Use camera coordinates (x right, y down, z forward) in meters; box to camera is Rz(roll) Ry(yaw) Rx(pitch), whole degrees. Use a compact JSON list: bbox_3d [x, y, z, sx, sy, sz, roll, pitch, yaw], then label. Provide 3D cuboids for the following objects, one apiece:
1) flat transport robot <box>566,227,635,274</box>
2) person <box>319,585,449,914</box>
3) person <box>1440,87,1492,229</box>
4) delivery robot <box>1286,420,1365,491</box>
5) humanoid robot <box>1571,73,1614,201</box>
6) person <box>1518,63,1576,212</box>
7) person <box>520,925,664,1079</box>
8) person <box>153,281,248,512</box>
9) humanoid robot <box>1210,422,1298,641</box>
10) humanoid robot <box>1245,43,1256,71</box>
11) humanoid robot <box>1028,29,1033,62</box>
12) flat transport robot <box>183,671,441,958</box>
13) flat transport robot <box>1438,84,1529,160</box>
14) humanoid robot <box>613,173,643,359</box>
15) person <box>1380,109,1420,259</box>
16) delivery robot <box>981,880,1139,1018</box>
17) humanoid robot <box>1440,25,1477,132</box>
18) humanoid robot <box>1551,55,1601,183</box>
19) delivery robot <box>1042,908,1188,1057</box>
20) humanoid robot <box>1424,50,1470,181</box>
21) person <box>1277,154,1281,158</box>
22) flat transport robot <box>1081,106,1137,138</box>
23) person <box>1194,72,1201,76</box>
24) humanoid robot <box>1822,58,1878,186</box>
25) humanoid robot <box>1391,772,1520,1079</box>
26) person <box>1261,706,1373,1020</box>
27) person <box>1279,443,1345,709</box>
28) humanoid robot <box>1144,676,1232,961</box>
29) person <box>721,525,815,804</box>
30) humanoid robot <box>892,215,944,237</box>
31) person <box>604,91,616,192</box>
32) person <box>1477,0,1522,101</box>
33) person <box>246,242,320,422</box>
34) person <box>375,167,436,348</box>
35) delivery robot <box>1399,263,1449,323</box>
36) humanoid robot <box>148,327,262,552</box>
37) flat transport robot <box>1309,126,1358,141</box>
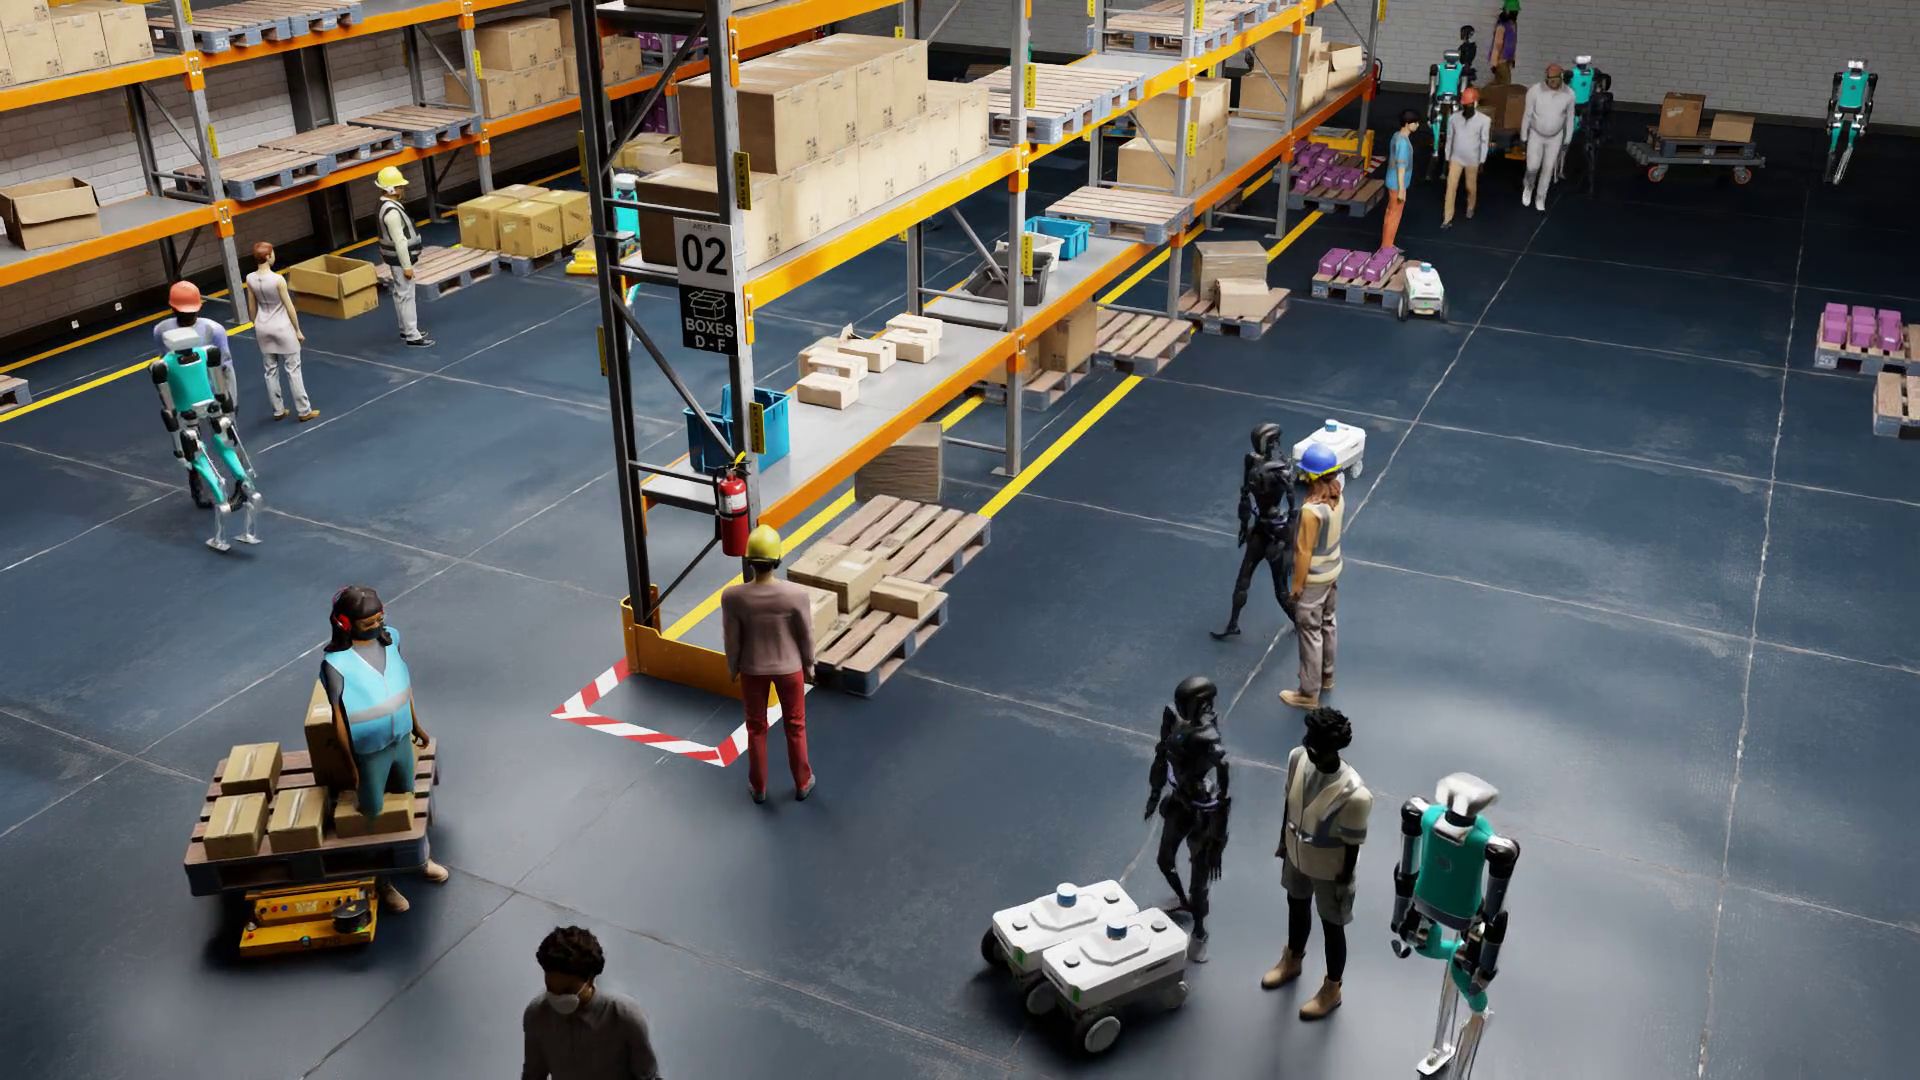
[{"bbox_3d":[-4.152,-3.450,19.746,0.659,0.231,1.431,2,26,5],"label":"flat transport robot"},{"bbox_3d":[-3.069,1.078,8.796,0.391,1.871,0.524,14,30,26],"label":"person"},{"bbox_3d":[6.357,-4.826,20.878,0.558,1.724,0.776,14,30,27],"label":"person"},{"bbox_3d":[3.068,-0.707,13.880,0.499,0.590,0.789,21,33,36],"label":"delivery robot"},{"bbox_3d":[8.435,-5.341,22.014,0.595,1.644,0.594,-20,33,-35],"label":"humanoid robot"},{"bbox_3d":[7.546,-5.170,21.397,0.672,1.884,0.450,3,27,6],"label":"person"},{"bbox_3d":[-1.412,2.277,6.357,0.581,1.879,0.570,5,27,9],"label":"person"},{"bbox_3d":[-6.034,-1.137,13.229,0.564,1.912,0.392,-3,27,-6],"label":"person"},{"bbox_3d":[2.113,-0.032,11.322,0.638,1.647,0.616,-12,29,-23],"label":"humanoid robot"},{"bbox_3d":[4.441,-6.836,24.991,0.400,1.643,0.584,3,27,7],"label":"humanoid robot"},{"bbox_3d":[0.700,-6.554,24.394,0.727,1.819,0.538,1,26,2],"label":"humanoid robot"},{"bbox_3d":[-3.530,1.753,9.236,0.659,0.231,1.431,-5,27,-10],"label":"flat transport robot"},{"bbox_3d":[7.827,-5.865,24.625,1.431,0.231,0.659,21,33,36],"label":"flat transport robot"},{"bbox_3d":[-3.352,-2.681,16.564,0.537,1.770,0.969,3,27,7],"label":"humanoid robot"},{"bbox_3d":[5.165,-4.182,19.548,0.330,1.759,0.503,3,27,7],"label":"person"},{"bbox_3d":[0.496,2.015,8.407,0.785,0.613,0.522,-11,28,-21],"label":"delivery robot"},{"bbox_3d":[7.719,-6.991,25.366,0.660,1.645,0.607,8,27,16],"label":"humanoid robot"},{"bbox_3d":[8.295,-5.730,22.802,0.544,1.884,0.725,-5,27,-9],"label":"humanoid robot"},{"bbox_3d":[0.754,2.112,8.179,0.785,0.585,0.499,-14,30,-27],"label":"delivery robot"},{"bbox_3d":[6.634,-5.725,22.687,0.540,1.795,0.680,4,27,8],"label":"humanoid robot"},{"bbox_3d":[4.491,-6.438,23.993,0.550,1.870,0.390,-10,28,-19],"label":"person"},{"bbox_3d":[2.576,-6.316,25.536,1.431,0.231,0.659,7,27,13],"label":"flat transport robot"},{"bbox_3d":[3.431,-7.096,25.368,0.571,1.817,0.533,-13,29,-24],"label":"person"},{"bbox_3d":[12.024,-5.607,22.569,0.546,1.894,0.774,14,30,26],"label":"humanoid robot"},{"bbox_3d":[2.300,1.771,7.574,0.530,1.816,0.719,23,35,39],"label":"humanoid robot"},{"bbox_3d":[1.733,1.543,8.059,0.321,1.691,0.532,-15,30,-28],"label":"person"},{"bbox_3d":[2.262,0.217,10.659,0.375,1.766,0.473,16,31,30],"label":"person"},{"bbox_3d":[1.196,1.378,8.416,0.390,1.646,0.602,-14,30,-26],"label":"humanoid robot"},{"bbox_3d":[-1.093,0.730,9.615,0.524,1.769,0.313,-1,26,-3],"label":"person"},{"bbox_3d":[-0.562,-4.577,20.473,0.731,1.631,0.599,-24,35,-39],"label":"humanoid robot"},{"bbox_3d":[-4.596,-5.064,21.225,0.383,1.849,0.569,4,27,8],"label":"person"},{"bbox_3d":[8.549,-7.636,26.365,0.805,1.897,0.548,15,30,28],"label":"person"},{"bbox_3d":[-6.146,-1.865,14.978,0.450,1.657,0.286,5,27,10],"label":"person"},{"bbox_3d":[-5.620,-2.850,16.773,0.404,1.833,0.589,-13,29,-24],"label":"person"},{"bbox_3d":[4.965,-2.650,17.824,0.499,0.608,0.797,4,27,7],"label":"delivery robot"},{"bbox_3d":[-5.577,-0.702,12.498,0.683,1.760,0.538,20,33,34],"label":"humanoid robot"},{"bbox_3d":[5.353,-6.037,24.973,1.431,0.231,0.659,12,29,23],"label":"flat transport robot"}]
